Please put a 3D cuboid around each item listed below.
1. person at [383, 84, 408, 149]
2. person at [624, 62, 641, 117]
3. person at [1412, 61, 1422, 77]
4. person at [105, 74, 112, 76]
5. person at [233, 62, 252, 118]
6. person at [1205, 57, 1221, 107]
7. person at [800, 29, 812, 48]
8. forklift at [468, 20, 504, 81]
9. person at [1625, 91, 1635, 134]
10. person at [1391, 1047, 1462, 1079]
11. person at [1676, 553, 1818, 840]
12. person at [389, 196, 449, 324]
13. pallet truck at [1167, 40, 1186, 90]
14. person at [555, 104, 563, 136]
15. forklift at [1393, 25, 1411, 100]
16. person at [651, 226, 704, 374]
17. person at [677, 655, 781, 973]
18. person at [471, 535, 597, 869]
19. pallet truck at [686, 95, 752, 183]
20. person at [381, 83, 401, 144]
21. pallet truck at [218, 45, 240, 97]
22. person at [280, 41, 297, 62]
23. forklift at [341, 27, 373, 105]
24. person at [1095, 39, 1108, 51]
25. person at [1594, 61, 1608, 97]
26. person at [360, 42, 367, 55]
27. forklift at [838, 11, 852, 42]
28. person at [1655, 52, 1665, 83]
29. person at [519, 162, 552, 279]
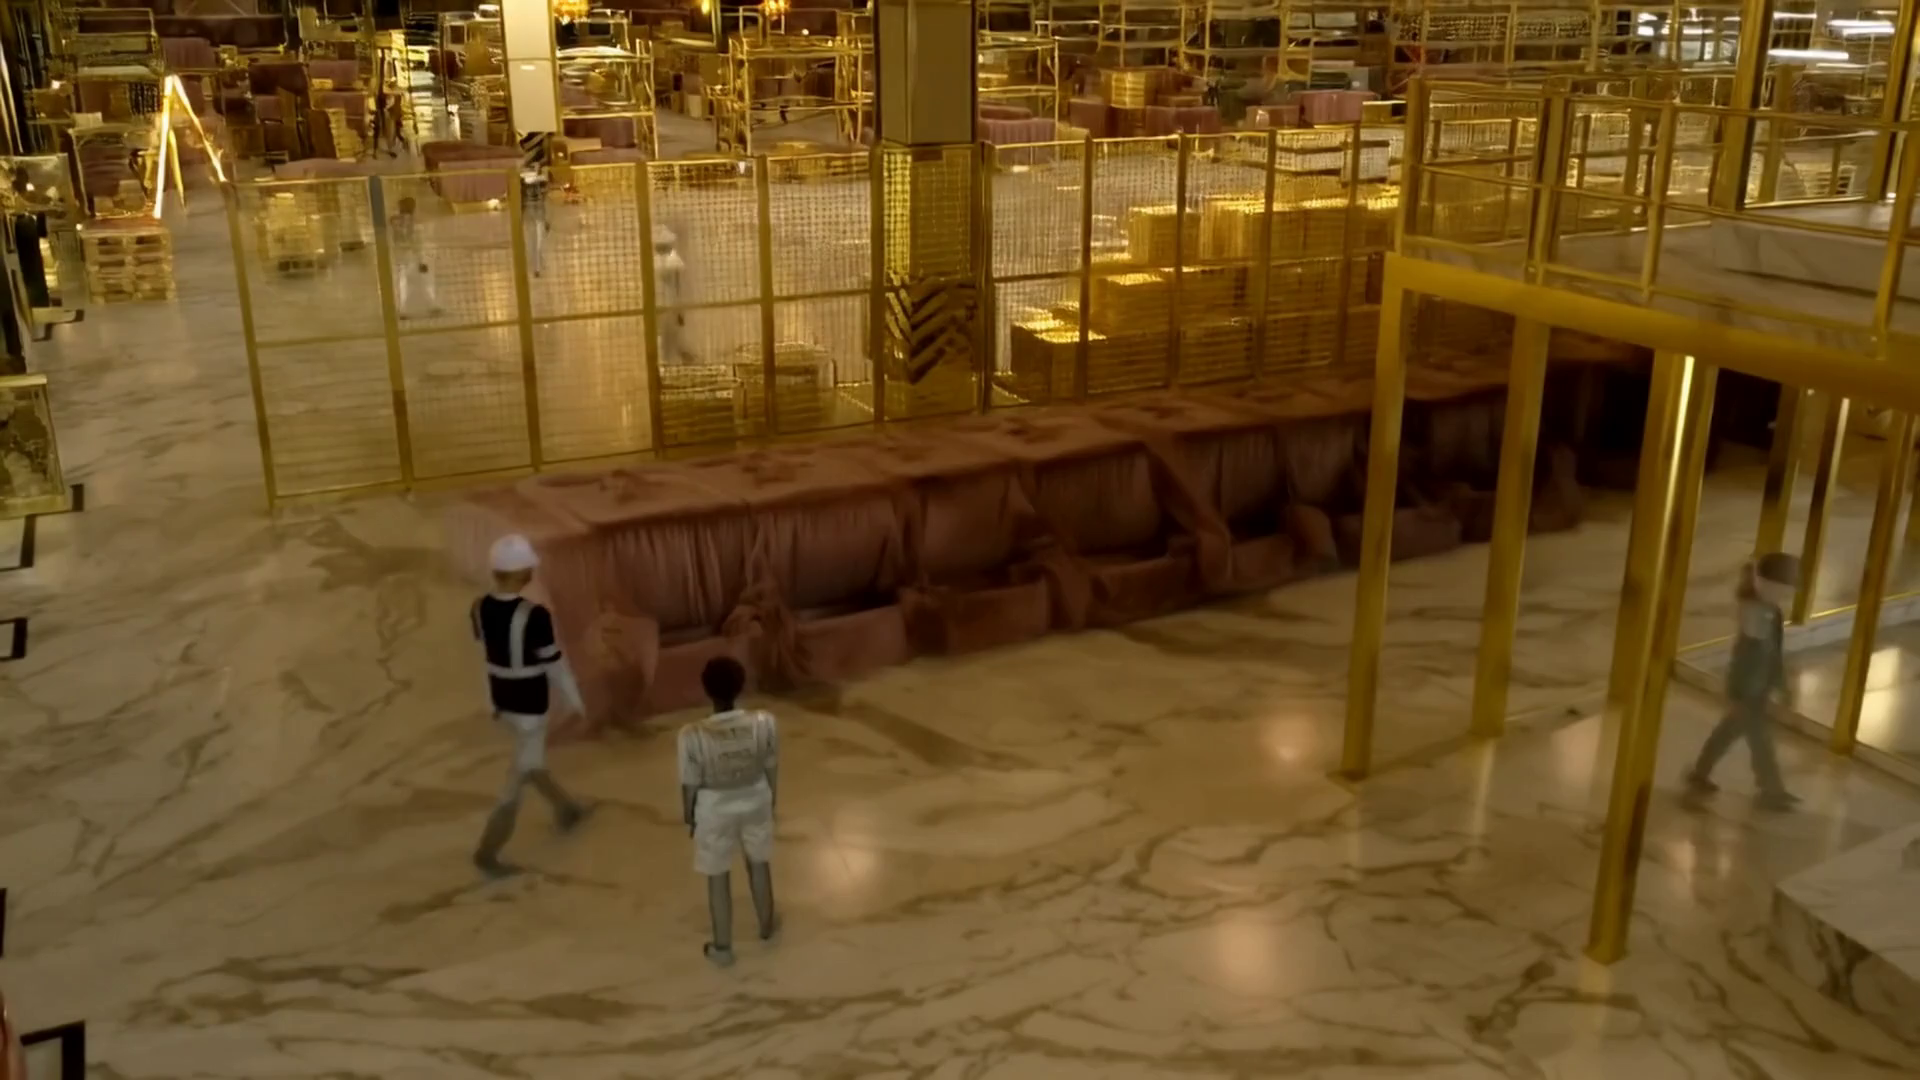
[{"bbox_3d":[-16.030,-12.000,47.098,0.967,1.802,0.549,10,21,27],"label":"person"},{"bbox_3d":[-11.154,-15.428,56.817,0.629,1.939,0.372,-9,21,-23],"label":"person"},{"bbox_3d":[15.353,-15.236,56.337,0.889,1.878,0.612,-2,19,-6],"label":"person"},{"bbox_3d":[-27.969,-14.594,54.853,0.537,1.626,0.371,-12,22,-30],"label":"person"},{"bbox_3d":[-24.263,-15.225,56.332,0.604,1.861,0.675,-3,19,-10],"label":"person"},{"bbox_3d":[8.903,-16.099,58.807,0.613,1.907,1.043,-2,19,-6],"label":"person"},{"bbox_3d":[-7.879,-25.135,84.960,0.629,1.935,0.372,-9,21,-23],"label":"person"},{"bbox_3d":[-19.899,-20.168,69.133,1.129,2.768,1.873,14,23,34],"label":"forklift"},{"bbox_3d":[17.279,-10.597,42.854,0.629,1.921,0.490,-3,19,-8],"label":"person"},{"bbox_3d":[1.377,2.435,5.215,0.631,1.827,0.631,9,21,24],"label":"person"},{"bbox_3d":[4.732,0.893,9.814,0.782,1.732,0.531,8,21,23],"label":"person"},{"bbox_3d":[-7.904,-4.071,24.105,0.645,1.791,0.992,6,20,17],"label":"person"},{"bbox_3d":[9.045,-19.971,69.895,0.823,1.965,1.885,-3,19,-8],"label":"pallet truck"},{"bbox_3d":[-9.294,-9.062,38.351,0.682,1.947,0.729,1,19,3],"label":"person"},{"bbox_3d":[17.194,-17.994,62.831,1.873,2.768,1.129,-9,21,-25],"label":"forklift"},{"bbox_3d":[-3.514,-2.875,20.383,0.769,1.969,0.626,-13,23,-34],"label":"person"},{"bbox_3d":[-1.159,1.389,8.430,0.537,1.696,0.321,-9,21,-23],"label":"person"},{"bbox_3d":[-2.519,0.895,9.594,0.562,1.885,1.013,14,23,35],"label":"person"},{"bbox_3d":[-5.836,-9.608,39.856,0.823,1.965,1.885,10,22,27],"label":"pallet truck"},{"bbox_3d":[-16.528,-12.382,48.288,0.488,1.738,0.322,-9,21,-23],"label":"person"},{"bbox_3d":[-28.879,-18.665,66.111,0.823,1.965,1.885,-3,19,-9],"label":"pallet truck"},{"bbox_3d":[-28.549,-20.238,70.760,0.629,1.939,0.372,-9,21,-23],"label":"person"},{"bbox_3d":[-22.275,-17.346,60.954,1.873,2.768,1.129,-9,21,-25],"label":"forklift"},{"bbox_3d":[6.717,-23.064,79.021,0.657,1.893,0.415,16,25,39],"label":"person"},{"bbox_3d":[21.924,-15.307,56.568,1.017,1.885,0.556,0,19,0],"label":"person"},{"bbox_3d":[-26.924,-21.813,75.396,0.566,1.882,1.011,16,24,38],"label":"person"},{"bbox_3d":[-5.753,-25.038,83.252,1.873,2.768,1.129,-9,21,-25],"label":"forklift"},{"bbox_3d":[28.507,-19.044,67.727,0.862,1.650,0.548,2,19,5],"label":"person"},{"bbox_3d":[-7.120,-5.361,27.742,0.606,1.884,1.010,-1,19,-2],"label":"person"}]
